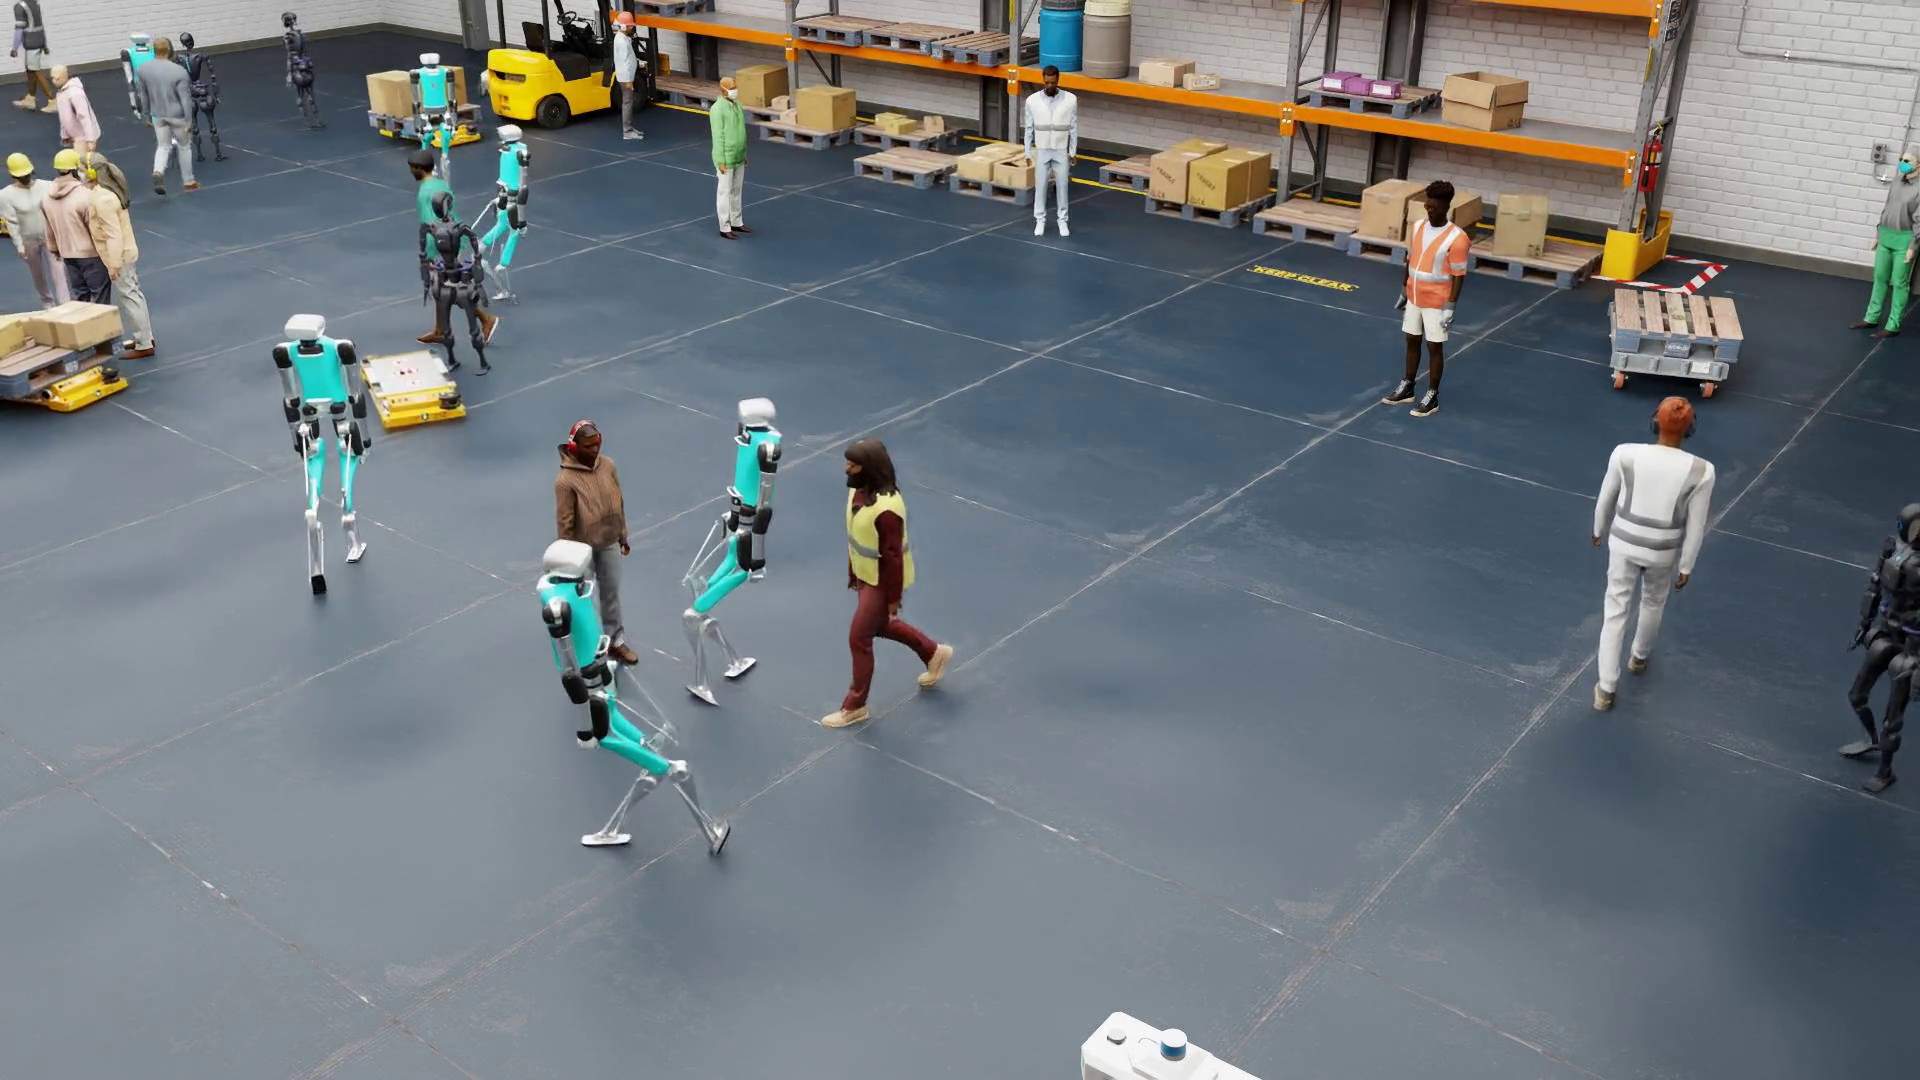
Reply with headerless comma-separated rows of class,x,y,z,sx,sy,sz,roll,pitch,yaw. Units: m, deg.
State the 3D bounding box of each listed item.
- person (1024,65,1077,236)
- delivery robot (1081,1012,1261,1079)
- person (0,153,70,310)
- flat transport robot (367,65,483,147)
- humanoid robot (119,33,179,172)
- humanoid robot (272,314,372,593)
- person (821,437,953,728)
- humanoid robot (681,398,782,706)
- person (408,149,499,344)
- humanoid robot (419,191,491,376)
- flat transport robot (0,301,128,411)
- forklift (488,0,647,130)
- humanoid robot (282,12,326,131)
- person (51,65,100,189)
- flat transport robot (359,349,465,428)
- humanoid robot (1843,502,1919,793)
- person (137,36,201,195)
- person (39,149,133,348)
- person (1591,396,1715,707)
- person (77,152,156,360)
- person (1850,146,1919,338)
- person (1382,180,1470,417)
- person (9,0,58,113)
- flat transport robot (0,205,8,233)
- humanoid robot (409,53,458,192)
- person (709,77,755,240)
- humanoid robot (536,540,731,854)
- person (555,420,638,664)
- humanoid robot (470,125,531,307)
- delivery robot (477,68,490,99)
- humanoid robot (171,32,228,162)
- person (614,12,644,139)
person,1.024,-4.404,18.814,0.594,1.907,0.408,0,26,0
delivery robot,0.858,2.231,6.638,0.804,0.610,0.499,18,31,33
person,-8.786,-2.874,15.878,0.519,1.686,0.936,-18,31,-32
flat transport robot,-7.533,-5.801,23.584,1.431,0.231,0.659,18,31,33
humanoid robot,-10.369,-5.558,21.481,0.539,1.848,0.760,-19,32,-34
humanoid robot,-4.240,-0.518,11.028,0.549,1.843,0.855,-2,26,-4
person,-0.415,0.206,9.466,0.834,1.744,0.477,-12,28,-23
humanoid robot,-1.438,0.079,9.733,0.880,1.779,0.583,-10,27,-19
person,-4.725,-2.686,15.368,0.751,1.817,0.547,-1,26,-3
humanoid robot,-4.444,-2.255,14.626,0.609,1.646,0.311,3,26,5
flat transport robot,-8.050,-1.381,14.431,1.431,0.231,0.659,9,27,18
forklift,-5.874,-7.334,24.552,1.214,2.155,2.313,19,32,34
humanoid robot,-9.464,-6.727,23.883,0.377,1.645,0.600,2,26,5
person,-10.441,-4.689,19.563,0.631,1.757,0.615,-22,33,-38
flat transport robot,-4.732,-1.323,14.310,0.659,0.231,1.431,-12,28,-23
humanoid robot,5.004,0.546,8.828,0.412,1.649,0.616,-3,26,-6
person,-9.712,-5.162,20.382,0.672,1.910,0.757,1,26,2
person,-7.997,-2.618,15.170,0.804,1.857,0.436,9,27,18
person,4.005,0.015,9.727,0.587,1.847,0.904,11,28,21
person,-7.604,-2.571,15.049,0.390,1.875,0.564,-9,27,-17
person,8.806,-2.822,15.624,0.353,1.838,0.523,-6,26,-13
person,3.875,-2.006,13.775,0.361,1.964,0.612,-15,29,-27
person,-14.058,-7.409,24.922,0.825,1.998,0.626,-3,26,-6
flat transport robot,-11.338,-3.649,19.128,1.431,0.231,0.659,-7,27,-14
humanoid robot,-6.448,-5.041,20.463,0.549,1.909,0.714,-11,28,-22
person,-2.585,-4.309,18.756,0.383,1.784,0.535,12,28,23
humanoid robot,-1.550,0.828,8.222,0.905,1.819,0.549,-1,26,-3
person,-2.192,0.038,9.909,0.321,1.641,0.454,21,33,37
humanoid robot,-4.576,-3.116,16.455,0.763,1.878,0.543,-20,32,-35
delivery robot,-7.328,-7.295,26.370,0.499,0.612,0.814,2,26,3
humanoid robot,-10.162,-5.903,22.156,0.599,1.659,0.315,-2,26,-4
person,-4.671,-6.539,23.424,0.349,1.739,0.572,-5,26,-11
